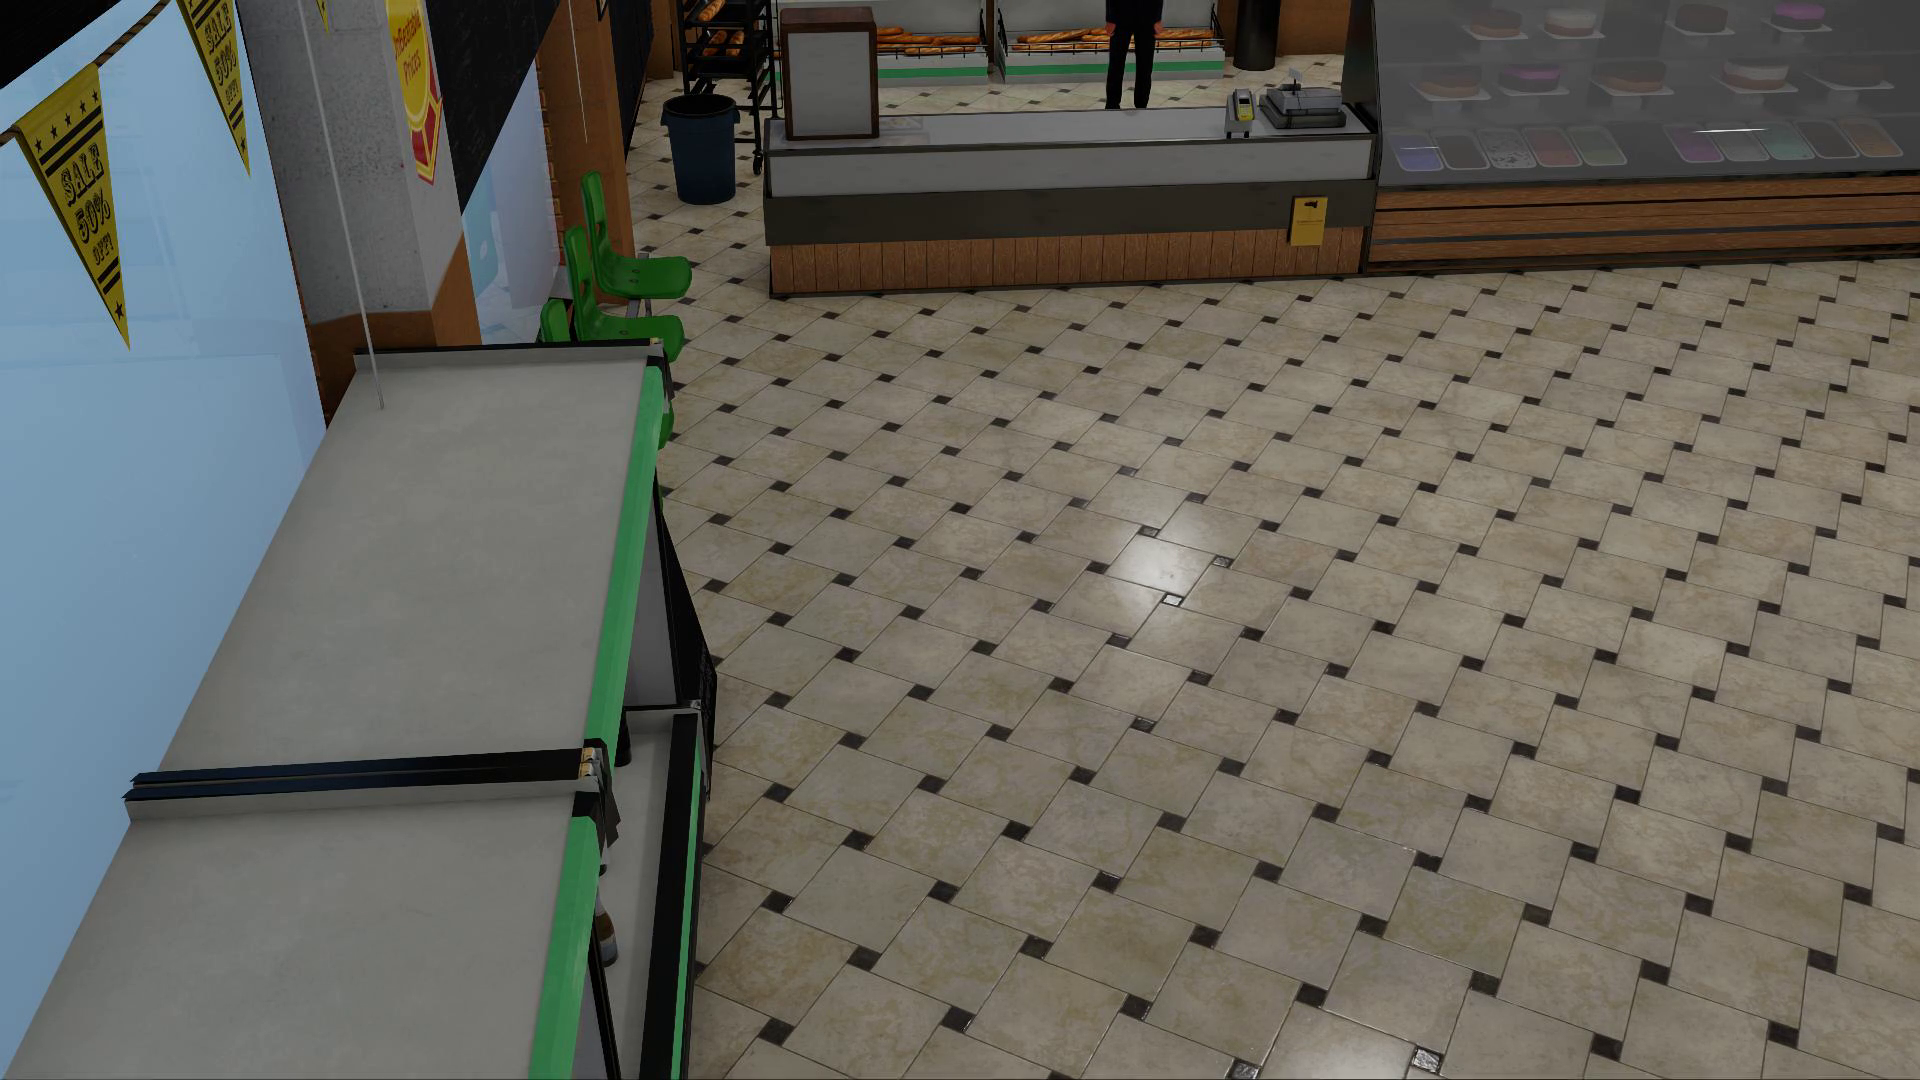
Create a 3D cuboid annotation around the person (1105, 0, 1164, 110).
[{"bbox_3d":[1.415,-4.247,13.479,0.614,1.868,0.565,-3,32,-4],"label":"person"}]
